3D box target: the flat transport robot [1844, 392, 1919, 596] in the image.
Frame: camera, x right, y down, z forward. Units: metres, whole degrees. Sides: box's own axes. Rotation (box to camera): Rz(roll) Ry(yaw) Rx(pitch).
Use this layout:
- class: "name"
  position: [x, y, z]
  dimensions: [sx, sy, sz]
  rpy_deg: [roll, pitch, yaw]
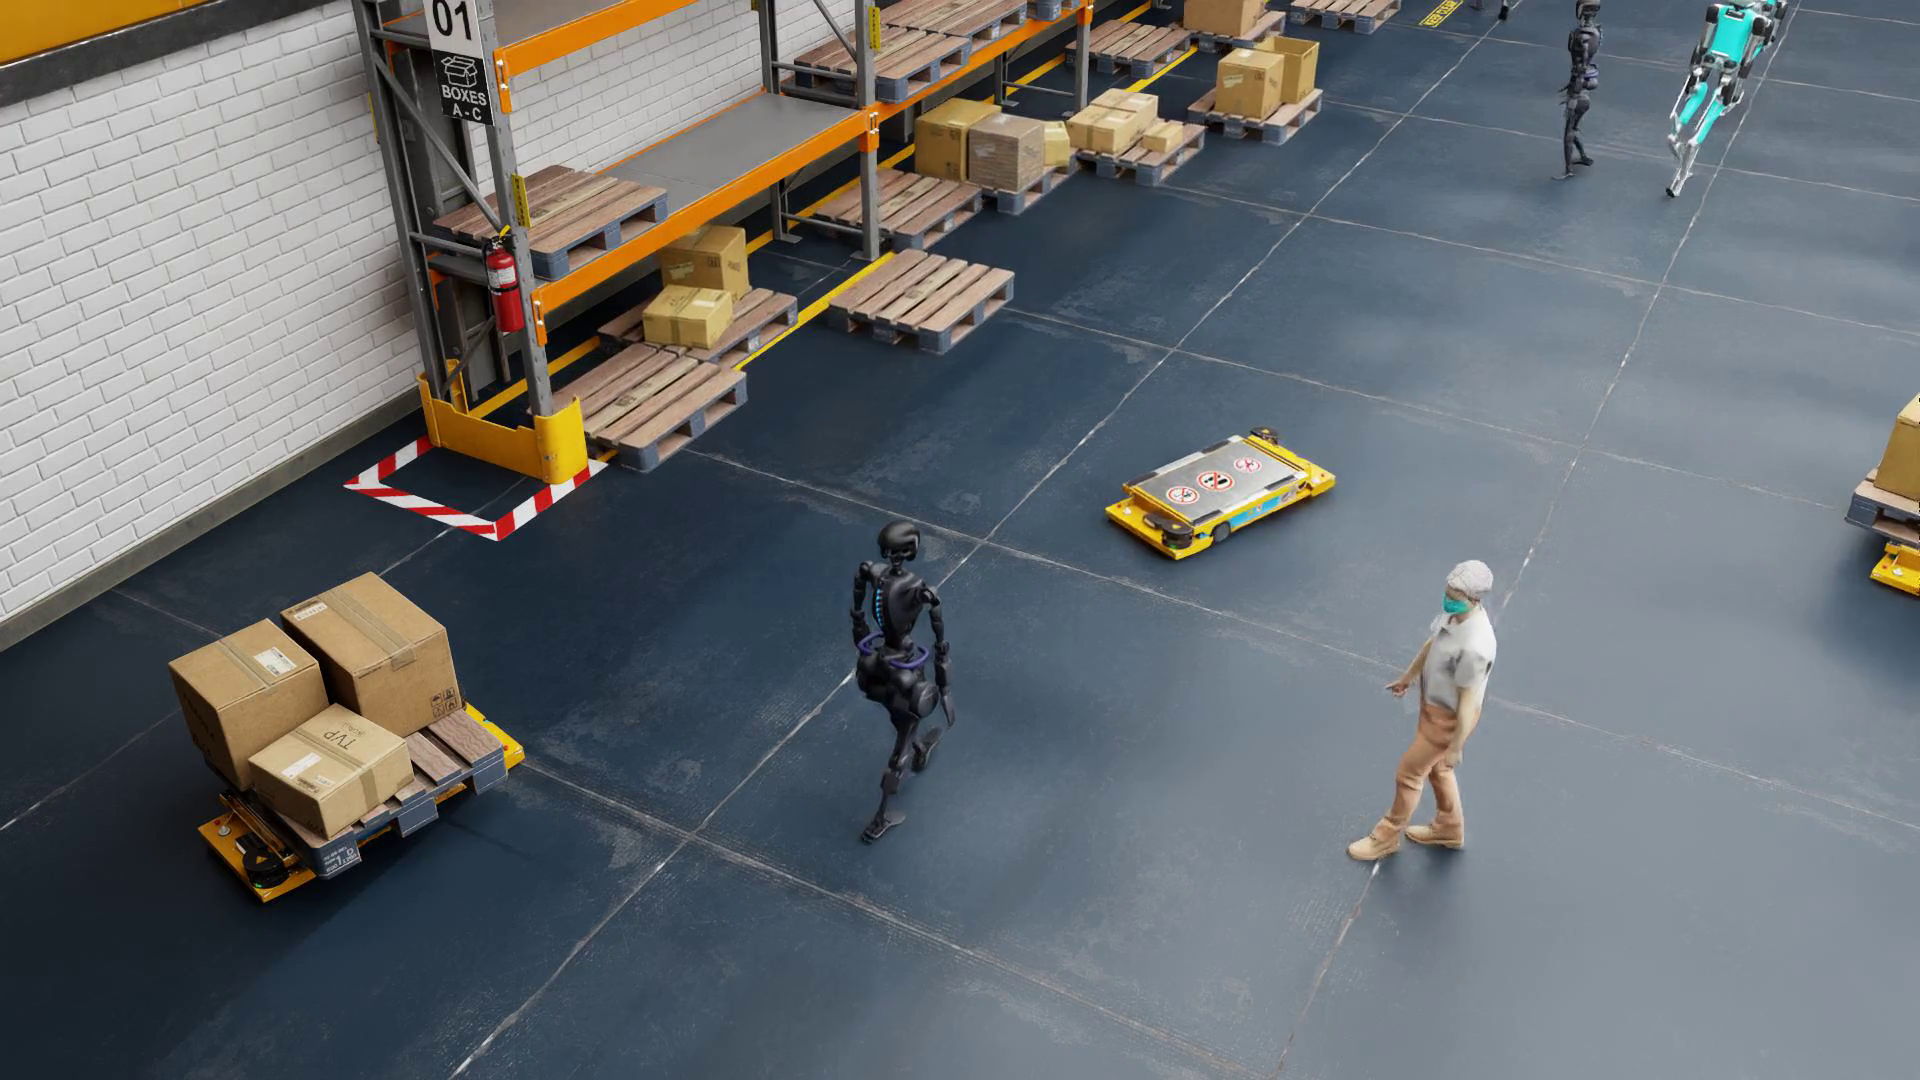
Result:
- class: "flat transport robot"
  position: [6.154, 0.003, 10.143]
  dimensions: [0.659, 0.231, 1.431]
  rpy_deg: [27, 42, 35]

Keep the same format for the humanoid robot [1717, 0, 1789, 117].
- class: "humanoid robot"
  position: [7.748, -4.959, 16.348]
  dimensions: [0.557, 1.744, 1.047]
  rpy_deg: [18, 38, 26]

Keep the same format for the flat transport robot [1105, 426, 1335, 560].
- class: "flat transport robot"
  position: [1.674, -0.316, 10.626]
  dimensions: [1.431, 0.231, 0.659]
  rpy_deg: [-23, 40, -31]

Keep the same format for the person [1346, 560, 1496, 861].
- class: "person"
  position: [2.188, 0.782, 7.652]
  dimensions: [0.581, 1.714, 0.537]
  rpy_deg: [4, 34, 5]

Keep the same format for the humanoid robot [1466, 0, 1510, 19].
- class: "humanoid robot"
  position: [6.265, -6.966, 19.444]
  dimensions: [0.614, 1.634, 0.705]
  rpy_deg: [-6, 34, -9]

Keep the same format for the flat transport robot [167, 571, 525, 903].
- class: "flat transport robot"
  position: [-2.971, 1.223, 8.297]
  dimensions: [0.659, 0.231, 1.431]
  rpy_deg: [28, 43, 35]

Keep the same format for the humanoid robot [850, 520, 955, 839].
- class: "humanoid robot"
  position: [-0.276, 0.619, 7.976]
  dimensions: [0.606, 1.622, 0.793]
  rpy_deg: [22, 39, 30]

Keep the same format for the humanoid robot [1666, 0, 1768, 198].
- class: "humanoid robot"
  position: [6.601, -3.912, 14.817]
  dimensions: [0.836, 1.870, 0.555]
  rpy_deg: [-29, 43, -36]

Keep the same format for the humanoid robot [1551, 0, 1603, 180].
- class: "humanoid robot"
  position: [5.673, -4.096, 15.073]
  dimensions: [0.460, 1.648, 0.612]
  rpy_deg: [10, 35, 15]
